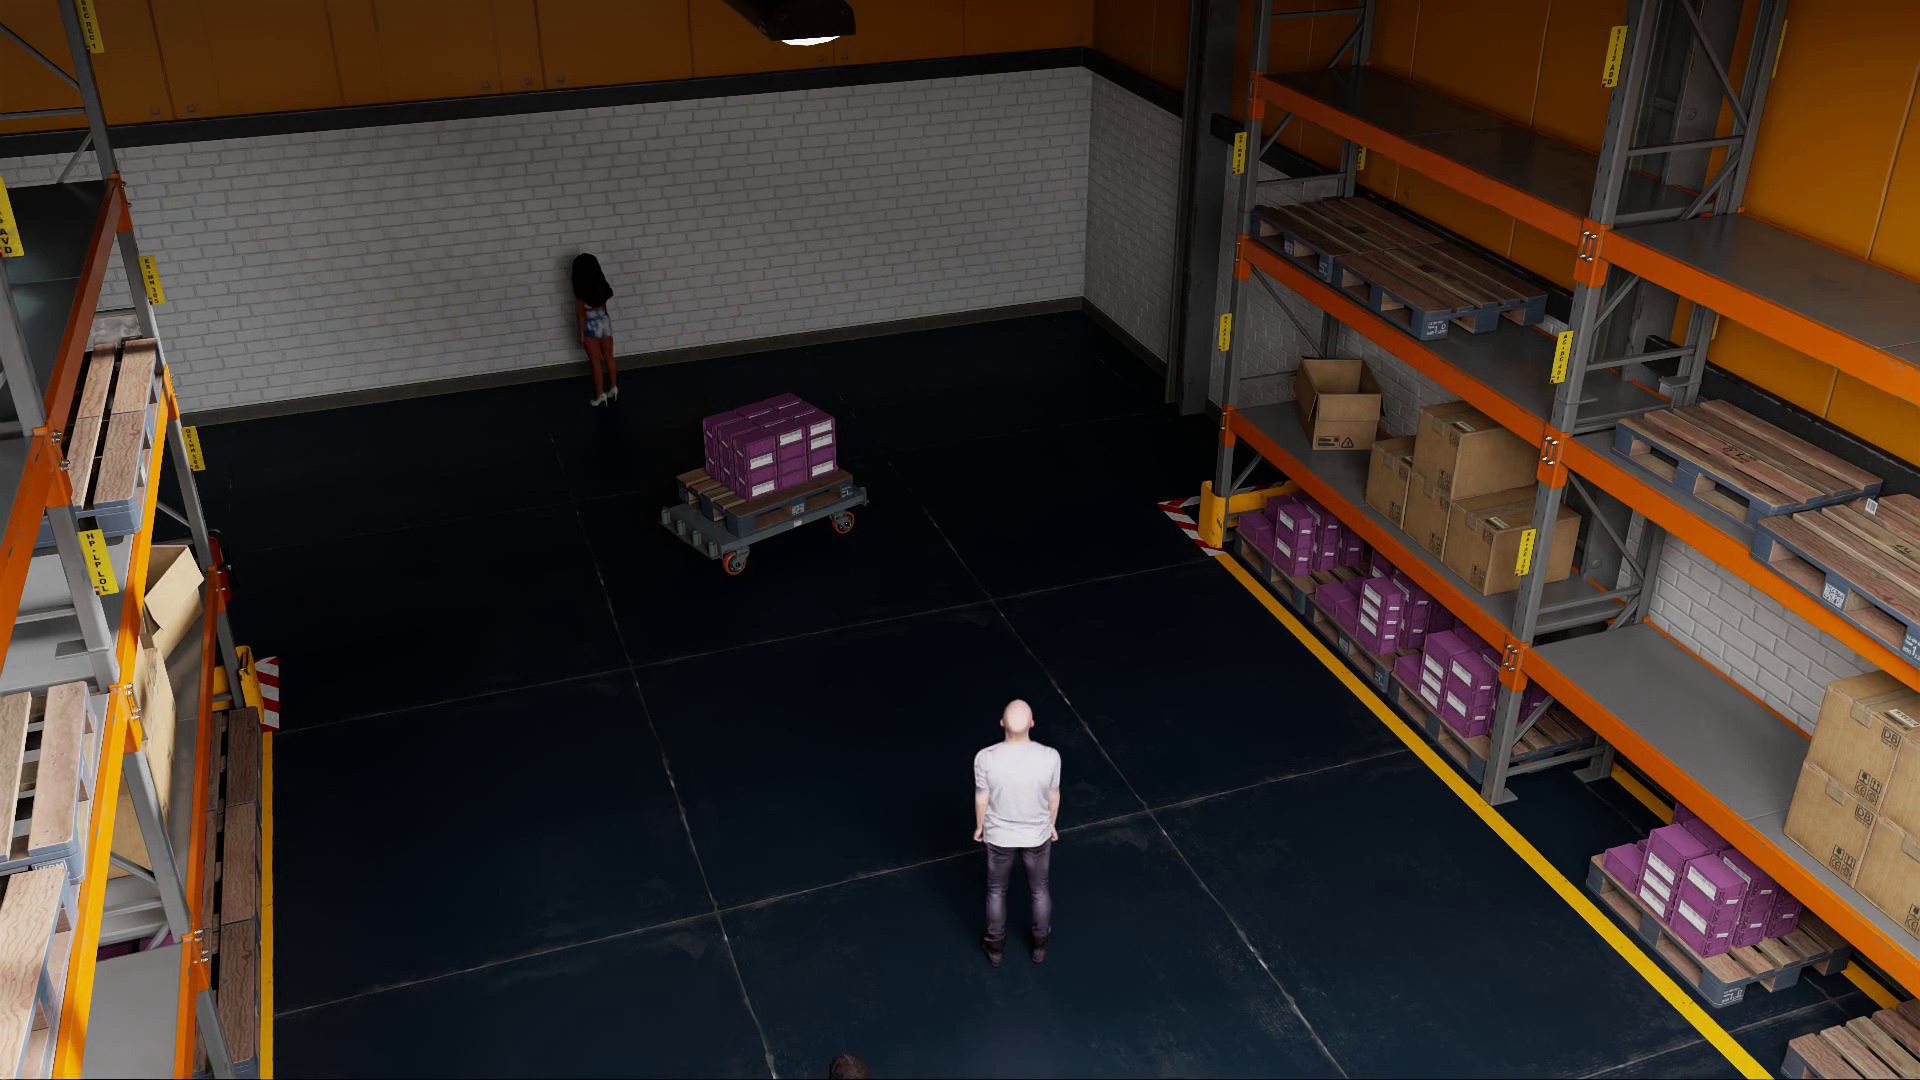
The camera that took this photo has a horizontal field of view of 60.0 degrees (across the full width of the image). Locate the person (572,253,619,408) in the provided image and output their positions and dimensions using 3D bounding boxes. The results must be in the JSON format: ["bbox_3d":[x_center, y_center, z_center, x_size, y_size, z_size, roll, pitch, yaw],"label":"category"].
[{"bbox_3d":[-3.714,-2.144,16.985,0.709,1.626,0.663,17,33,29],"label":"person"}]

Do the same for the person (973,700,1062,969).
[{"bbox_3d":[0.330,1.711,9.701,0.719,1.832,0.688,-2,29,-3],"label":"person"}]
